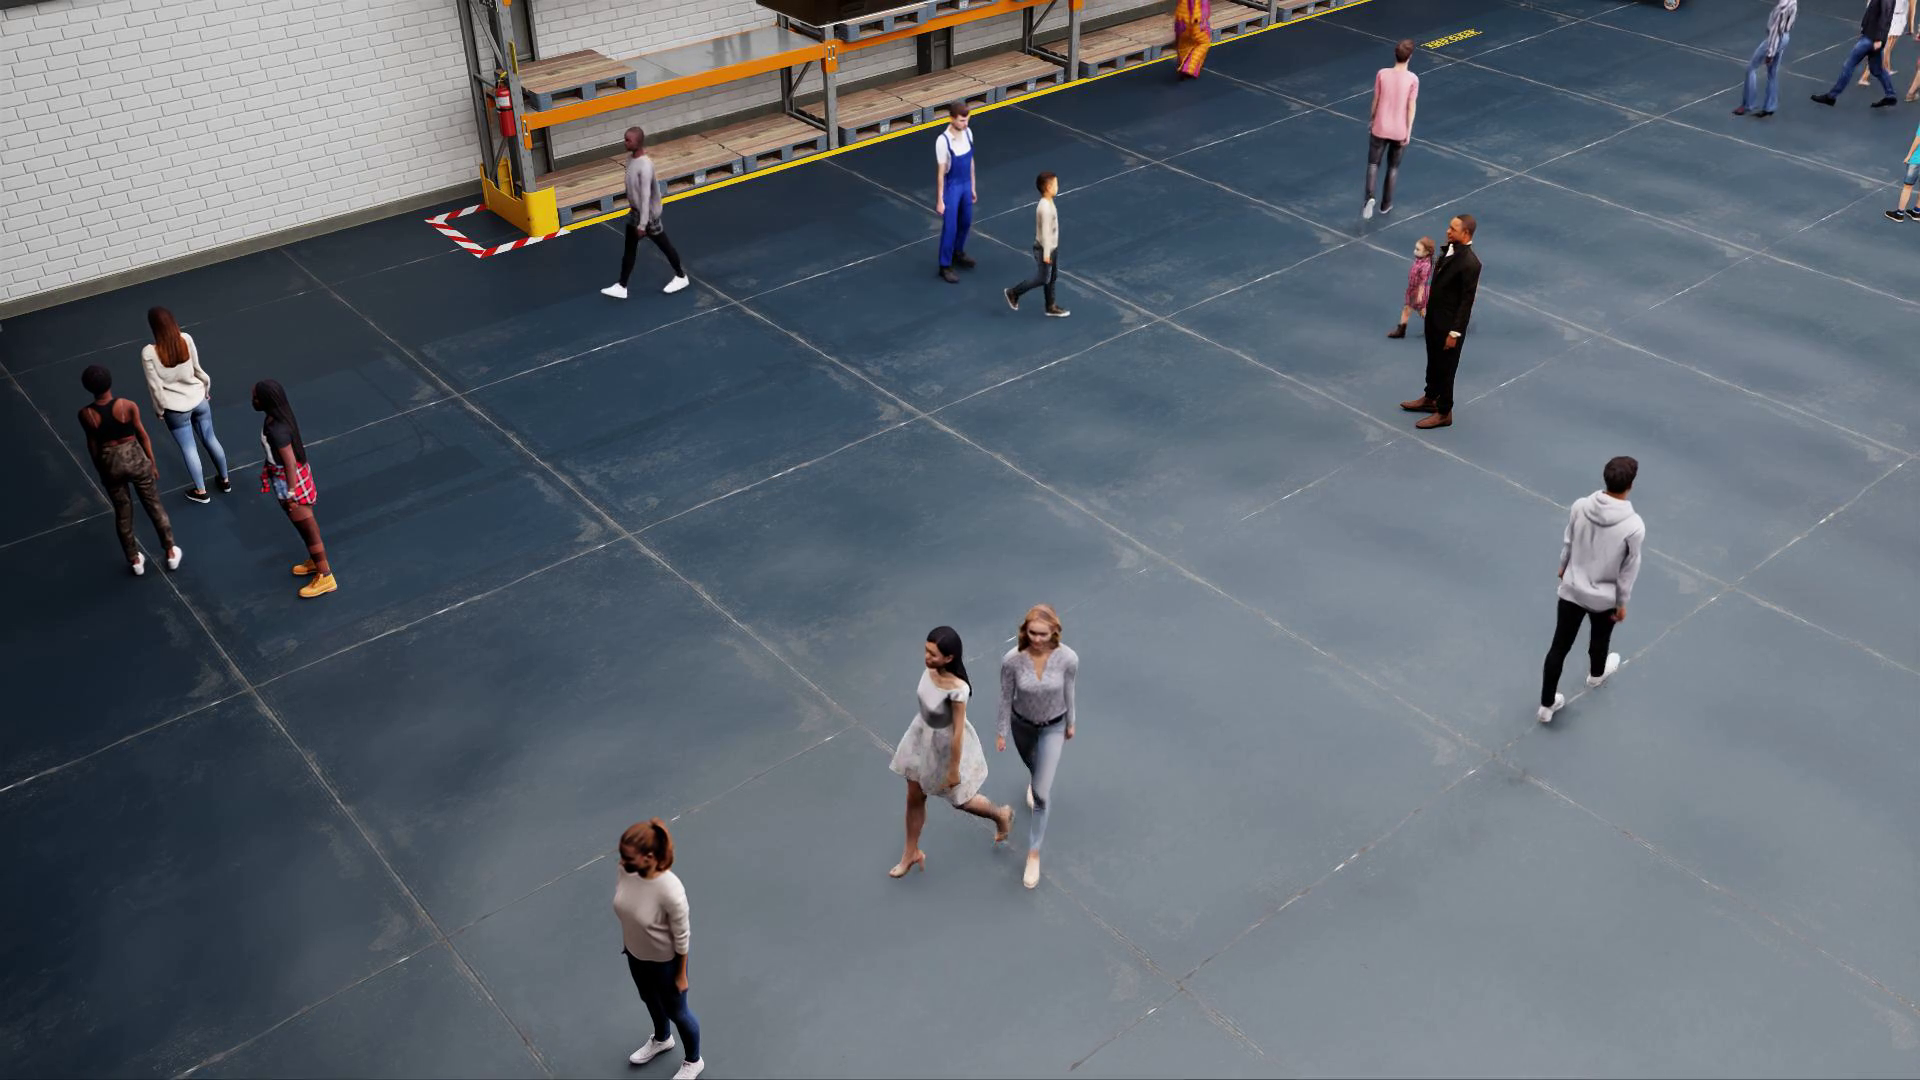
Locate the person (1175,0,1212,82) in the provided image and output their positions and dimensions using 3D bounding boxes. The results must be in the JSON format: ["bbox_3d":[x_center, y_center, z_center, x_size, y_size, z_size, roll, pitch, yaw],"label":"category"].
[{"bbox_3d":[3.014,-6.860,21.873,0.779,1.662,0.665,-28,43,-36],"label":"person"}]

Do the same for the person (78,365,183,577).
[{"bbox_3d":[-6.173,-0.522,12.308,0.562,1.695,0.689,-13,36,-18],"label":"person"}]

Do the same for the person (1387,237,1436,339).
[{"bbox_3d":[4.369,-2.361,15.694,0.782,1.009,0.644,-5,34,-7],"label":"person"}]

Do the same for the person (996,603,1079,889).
[{"bbox_3d":[0.456,1.071,9.864,1.141,1.747,1.228,4,34,6],"label":"person"}]

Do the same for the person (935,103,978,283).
[{"bbox_3d":[-0.050,-3.524,16.699,0.832,1.834,0.679,29,43,36],"label":"person"}]

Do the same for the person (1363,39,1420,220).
[{"bbox_3d":[4.591,-4.371,17.879,0.957,1.939,1.142,12,36,18],"label":"person"}]

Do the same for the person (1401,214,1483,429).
[{"bbox_3d":[4.155,-1.874,14.152,0.814,1.904,0.797,-3,34,-5],"label":"person"}]

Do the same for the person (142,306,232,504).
[{"bbox_3d":[-6.132,-1.083,13.157,0.716,1.689,0.547,24,40,31],"label":"person"}]

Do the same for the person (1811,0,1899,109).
[{"bbox_3d":[11.544,-6.273,20.822,1.076,1.848,1.271,17,37,23],"label":"person"}]

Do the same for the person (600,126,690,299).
[{"bbox_3d":[-2.986,-3.193,16.295,1.134,1.729,0.654,-23,40,-30],"label":"person"}]

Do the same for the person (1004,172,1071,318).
[{"bbox_3d":[0.754,-2.811,15.981,0.929,1.441,0.888,5,34,7],"label":"person"}]

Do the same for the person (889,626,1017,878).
[{"bbox_3d":[-0.030,1.225,9.632,1.113,1.747,0.777,-16,37,-23],"label":"person"}]

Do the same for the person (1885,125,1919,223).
[{"bbox_3d":[10.449,-4.163,18.007,0.560,1.450,0.655,-5,34,-8],"label":"person"}]

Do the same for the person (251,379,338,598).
[{"bbox_3d":[-4.849,-0.399,12.093,0.682,1.728,0.673,-14,36,-20],"label":"person"}]

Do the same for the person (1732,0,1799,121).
[{"bbox_3d":[10.169,-6.069,20.582,0.799,1.773,0.739,22,39,29],"label":"person"}]

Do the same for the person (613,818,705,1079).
[{"bbox_3d":[-1.521,2.079,8.373,0.649,1.719,0.578,25,41,32],"label":"person"}]

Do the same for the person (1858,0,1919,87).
[{"bbox_3d":[12.117,-6.682,21.699,1.134,1.558,0.756,-15,36,-21],"label":"person"}]

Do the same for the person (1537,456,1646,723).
[{"bbox_3d":[4.047,0.378,10.782,0.797,1.886,1.128,27,42,34],"label":"person"}]
